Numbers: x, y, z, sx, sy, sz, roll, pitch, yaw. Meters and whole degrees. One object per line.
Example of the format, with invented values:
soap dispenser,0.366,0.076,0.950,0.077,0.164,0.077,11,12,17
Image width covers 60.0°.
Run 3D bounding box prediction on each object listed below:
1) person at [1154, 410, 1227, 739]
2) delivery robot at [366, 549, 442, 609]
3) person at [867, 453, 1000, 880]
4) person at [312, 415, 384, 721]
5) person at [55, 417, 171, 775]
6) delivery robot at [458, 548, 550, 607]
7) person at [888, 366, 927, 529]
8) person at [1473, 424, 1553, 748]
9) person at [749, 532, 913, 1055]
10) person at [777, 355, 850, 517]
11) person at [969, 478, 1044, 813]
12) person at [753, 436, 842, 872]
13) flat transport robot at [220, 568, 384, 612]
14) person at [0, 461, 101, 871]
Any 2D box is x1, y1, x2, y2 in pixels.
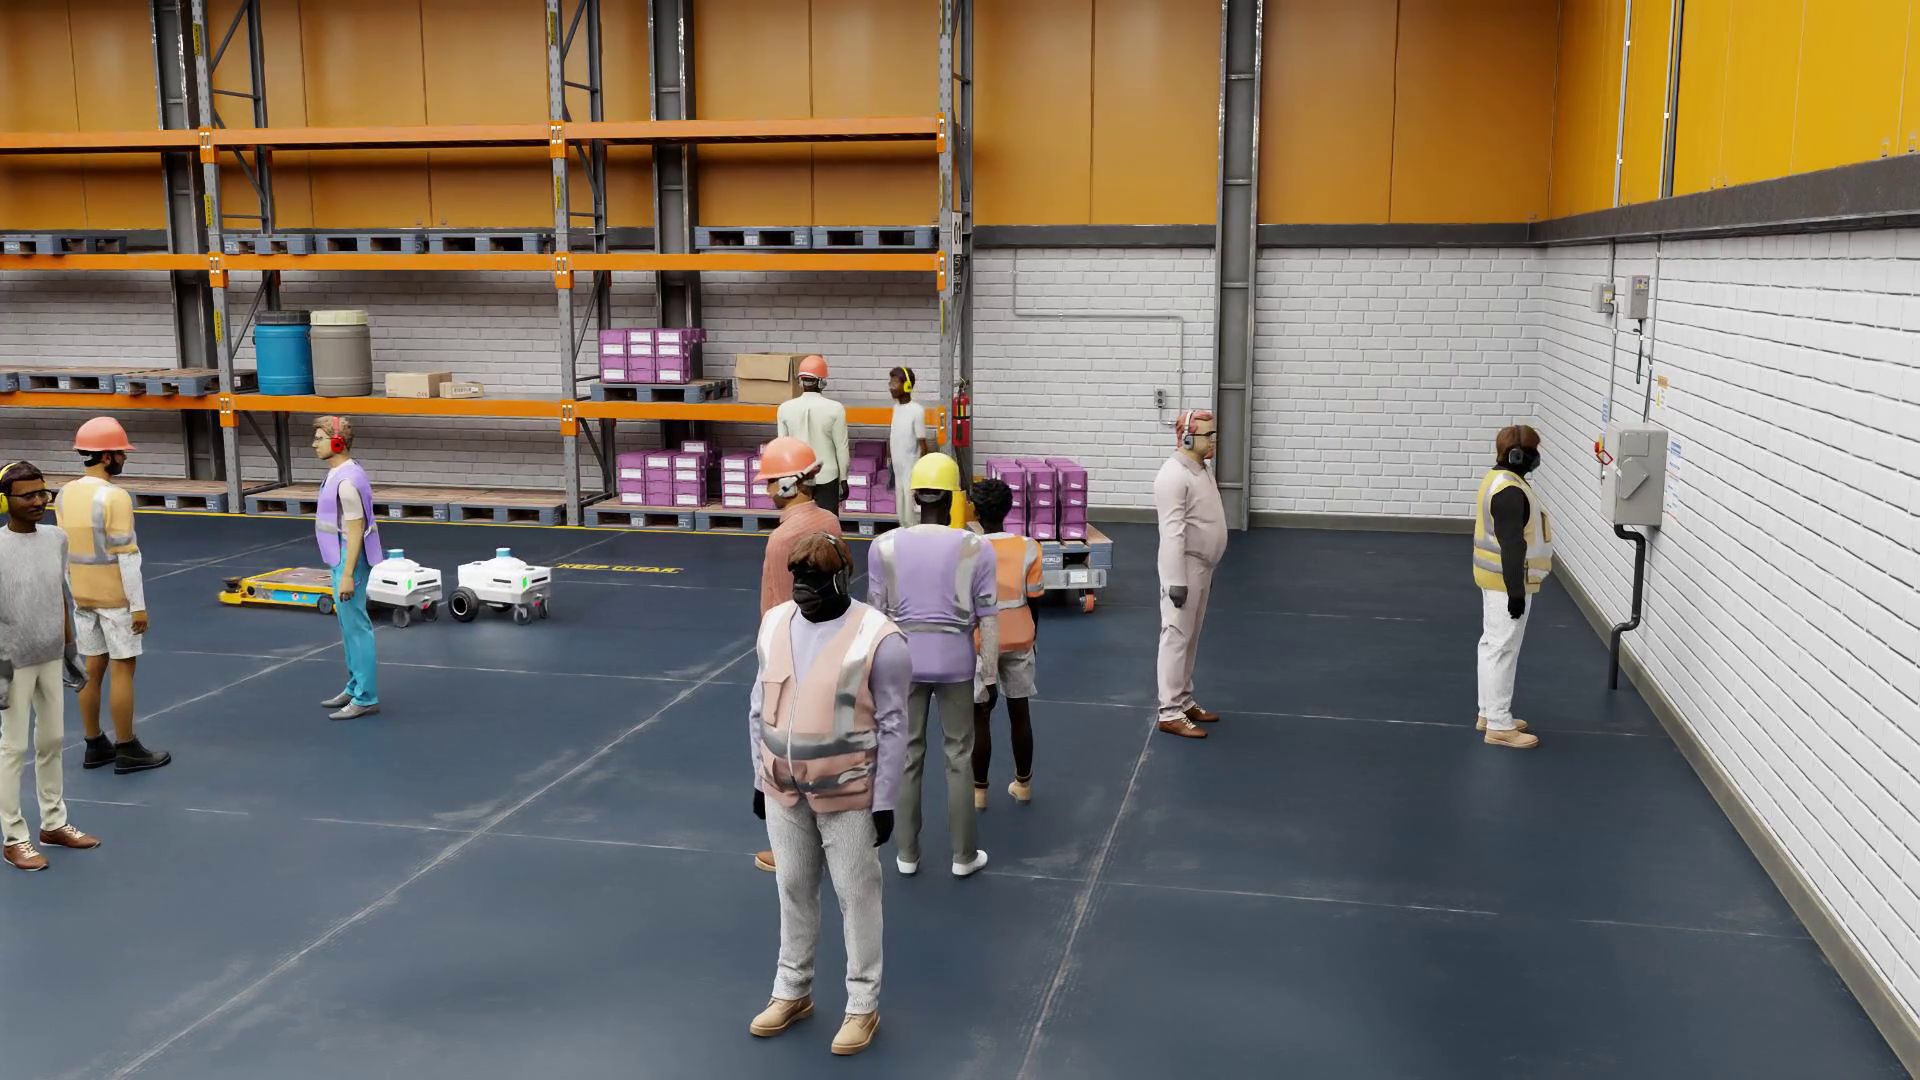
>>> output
person,1.366,0.187,9.789,0.406,1.911,0.639,4,10,22
delivery robot,-4.308,0.315,12.754,0.707,0.478,0.477,7,12,34
person,-0.115,0.567,7.491,0.594,1.922,0.385,1,10,8
person,-3.720,0.162,10.124,0.389,1.846,0.564,-5,11,-26
person,-4.613,0.299,9.044,0.552,1.935,0.373,5,11,27
delivery robot,-3.506,0.307,12.805,0.707,0.478,0.477,5,11,26
person,-0.474,-0.578,14.466,0.304,1.863,0.534,-5,11,-28
person,3.176,0.255,9.585,0.429,1.844,0.627,2,10,10
person,-0.485,0.882,5.872,0.623,1.844,0.429,5,11,26
person,-1.196,-0.517,13.698,0.611,1.996,0.378,2,10,12
person,0.173,0.531,8.392,0.533,1.693,0.319,-4,10,-23
person,-0.738,0.517,7.592,0.384,1.991,0.609,3,10,16
flat transport robot,-5.165,0.393,13.410,1.431,0.197,0.652,3,10,19
person,-4.267,0.562,7.679,0.334,1.873,0.521,3,10,20
